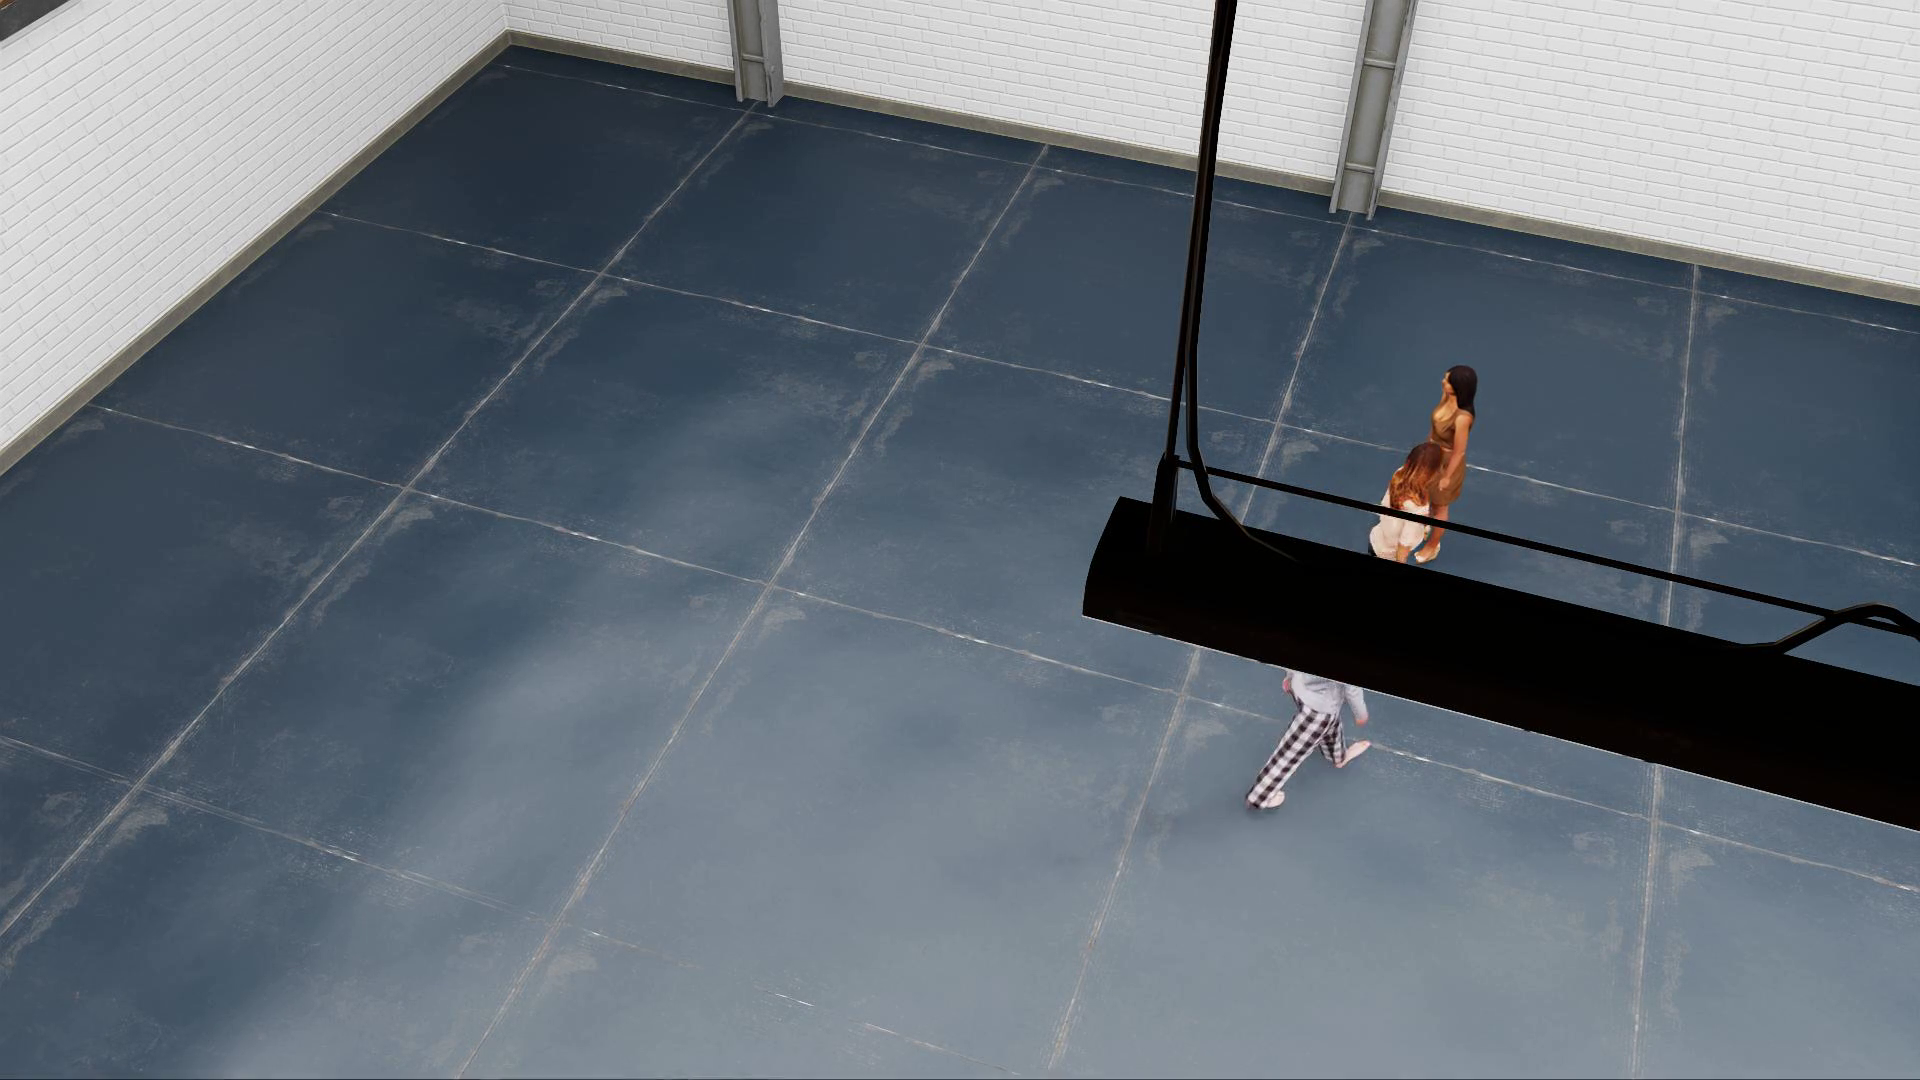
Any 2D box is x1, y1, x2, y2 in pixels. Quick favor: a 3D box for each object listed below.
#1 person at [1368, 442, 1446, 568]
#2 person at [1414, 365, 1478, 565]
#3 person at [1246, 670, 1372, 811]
[{"bbox_3d":[2.710,0.085,10.746,1.131,1.748,0.951,-8,44,-9],"label":"person"},{"bbox_3d":[3.324,-0.529,11.435,0.633,1.686,0.628,-4,44,-4],"label":"person"},{"bbox_3d":[2.021,0.962,9.786,1.219,1.803,1.105,-14,45,-14],"label":"person"}]
